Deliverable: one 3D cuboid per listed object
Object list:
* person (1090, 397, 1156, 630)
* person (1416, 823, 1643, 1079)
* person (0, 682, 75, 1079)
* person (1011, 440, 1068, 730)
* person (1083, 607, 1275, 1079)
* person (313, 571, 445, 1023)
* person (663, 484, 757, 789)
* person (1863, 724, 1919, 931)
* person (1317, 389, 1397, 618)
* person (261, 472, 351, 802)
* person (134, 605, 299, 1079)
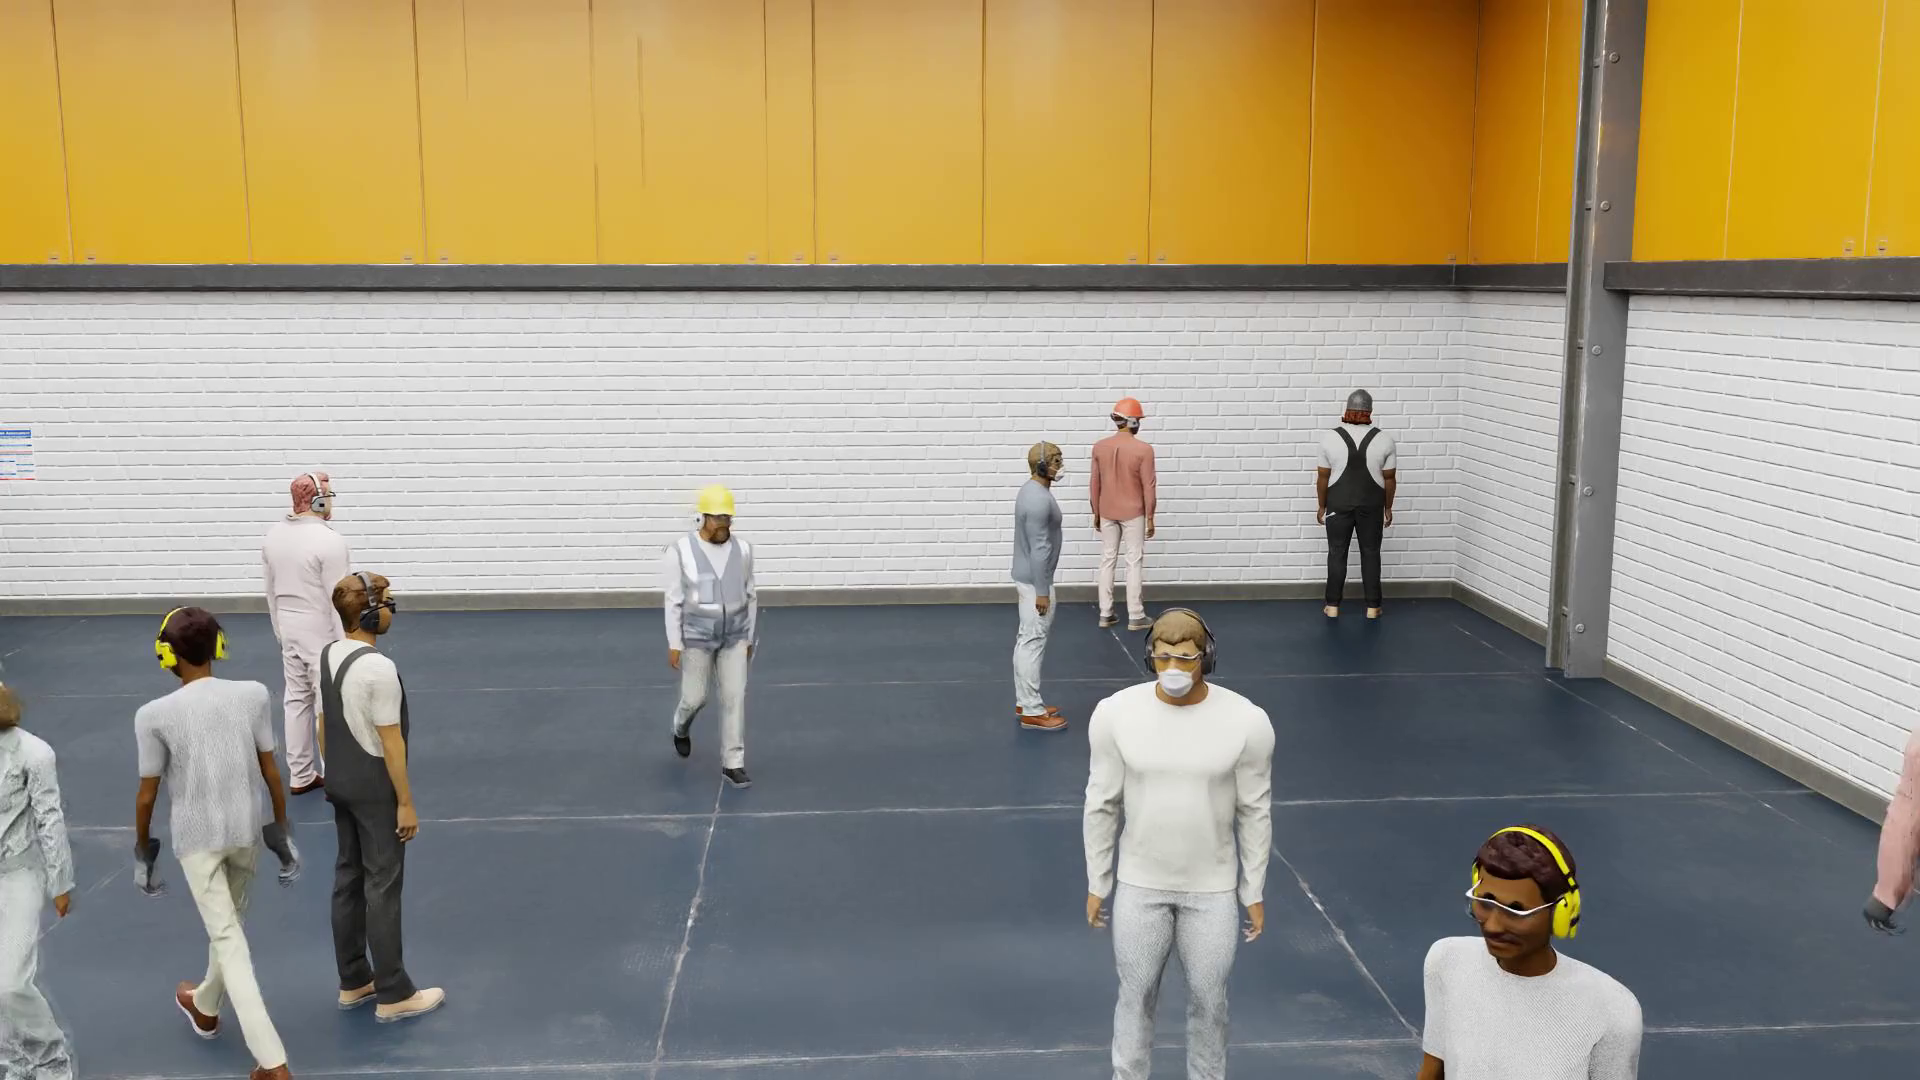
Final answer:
[{"bbox_3d":[1.413,-0.227,14.294,0.614,1.990,0.392,6,11,34],"label":"person"},{"bbox_3d":[1.223,1.525,3.696,0.535,1.864,0.309,8,12,40],"label":"person"},{"bbox_3d":[-3.452,1.240,5.914,0.483,1.728,0.440,1,9,9],"label":"person"},{"bbox_3d":[0.529,0.294,11.189,0.376,1.940,0.629,0,9,-2],"label":"person"},{"bbox_3d":[0.733,1.175,5.661,0.635,1.937,0.353,2,9,10],"label":"person"},{"bbox_3d":[-2.406,1.040,6.795,0.505,1.847,0.347,7,11,37],"label":"person"},{"bbox_3d":[-1.503,0.550,9.980,0.599,1.811,0.714,-5,10,-28],"label":"person"},{"bbox_3d":[3.461,1.207,5.673,0.653,1.873,0.725,-2,9,-12],"label":"person"},{"bbox_3d":[3.510,-0.329,14.783,0.689,2.000,0.537,2,9,11],"label":"person"},{"bbox_3d":[-3.717,0.555,9.651,0.642,1.909,0.399,5,11,31],"label":"person"},{"bbox_3d":[-2.829,1.142,6.306,1.019,1.803,0.530,8,12,40],"label":"person"}]
